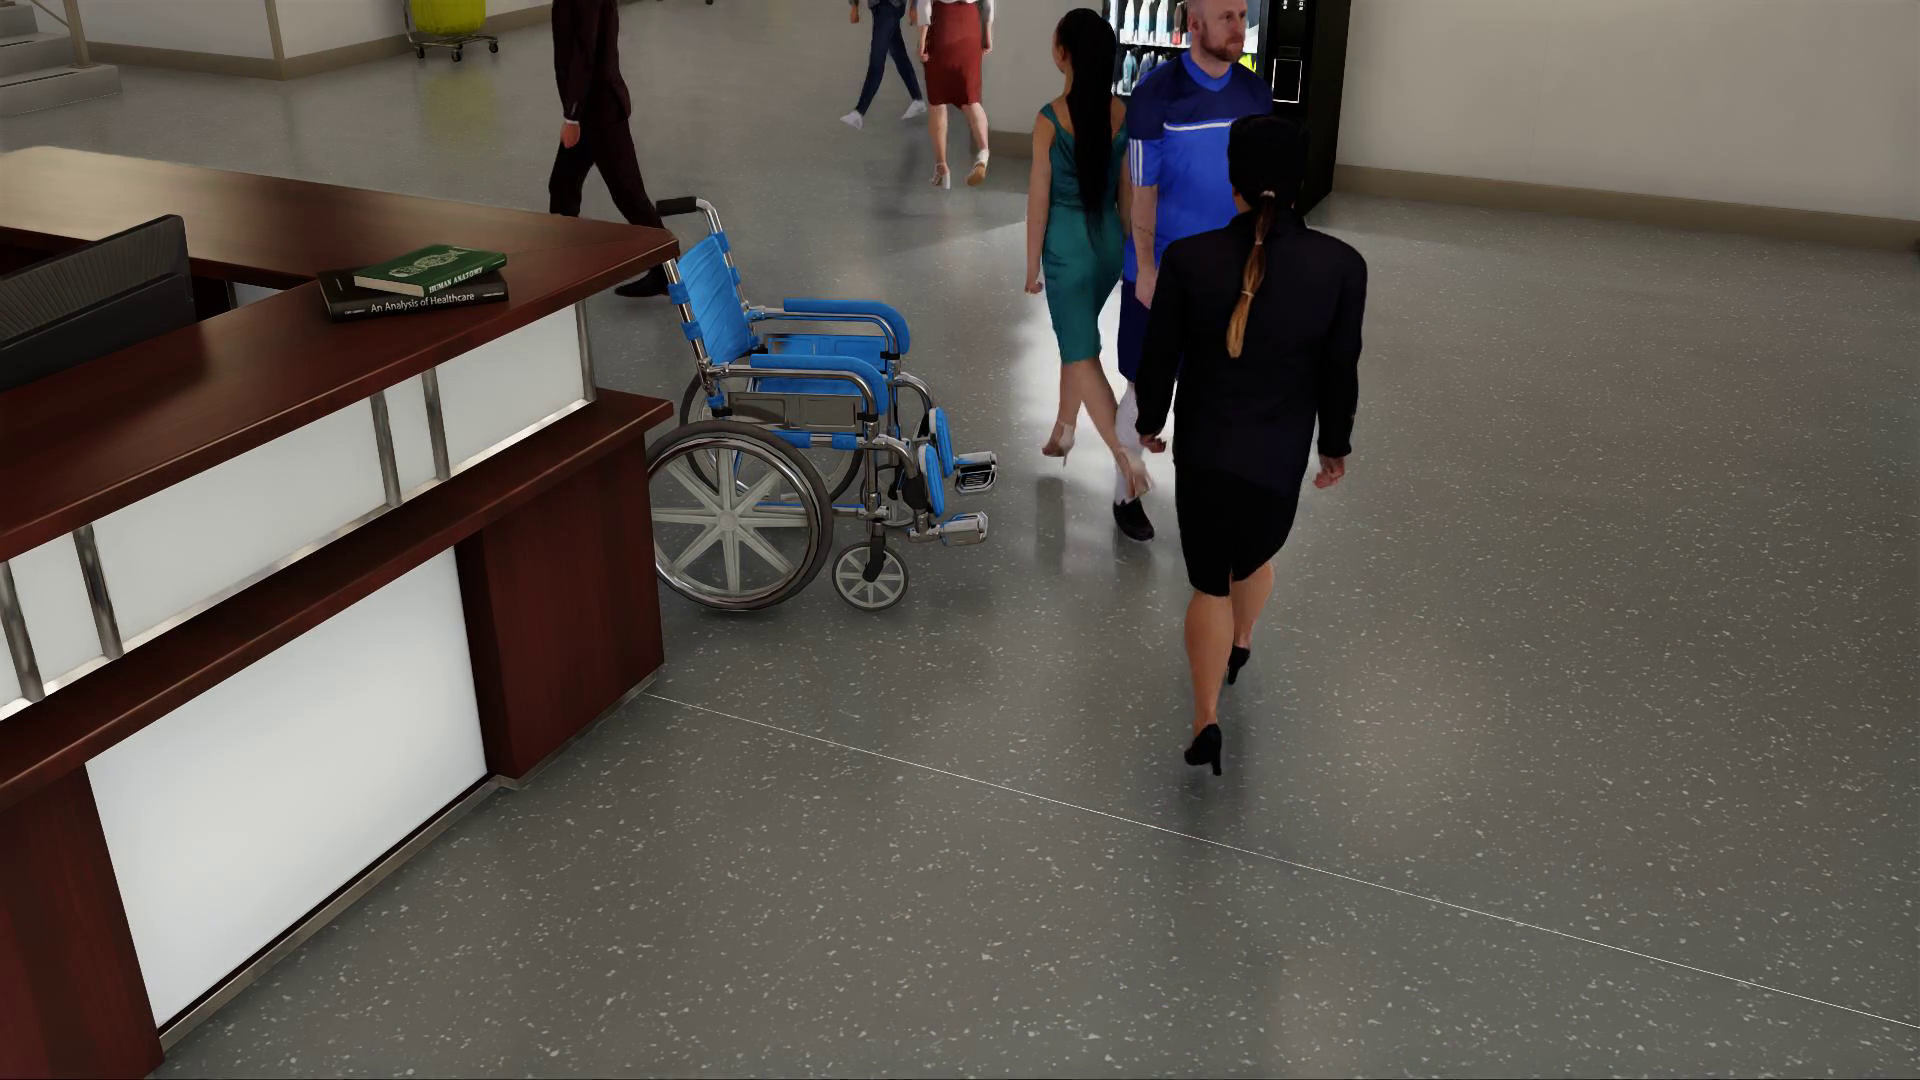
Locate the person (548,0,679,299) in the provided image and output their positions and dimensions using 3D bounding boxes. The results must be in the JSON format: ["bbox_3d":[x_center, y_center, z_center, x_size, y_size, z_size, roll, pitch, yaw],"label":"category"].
[{"bbox_3d":[-1.595,-1.992,7.715,1.262,1.821,1.149,-6,26,-11],"label":"person"}]

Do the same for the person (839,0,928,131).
[{"bbox_3d":[-0.442,-3.662,11.348,1.150,1.675,0.892,18,31,33],"label":"person"}]

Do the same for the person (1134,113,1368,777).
[{"bbox_3d":[0.694,-0.176,4.163,1.081,1.636,1.001,1,26,3],"label":"person"}]

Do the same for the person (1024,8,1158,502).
[{"bbox_3d":[0.465,-0.893,5.645,0.944,1.640,1.087,-13,28,-24],"label":"person"}]

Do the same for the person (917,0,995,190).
[{"bbox_3d":[0.002,-2.798,9.497,1.043,1.727,1.102,-10,27,-20],"label":"person"}]

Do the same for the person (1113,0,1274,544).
[{"bbox_3d":[0.727,-0.889,5.407,0.751,1.839,0.791,-11,28,-21],"label":"person"}]
